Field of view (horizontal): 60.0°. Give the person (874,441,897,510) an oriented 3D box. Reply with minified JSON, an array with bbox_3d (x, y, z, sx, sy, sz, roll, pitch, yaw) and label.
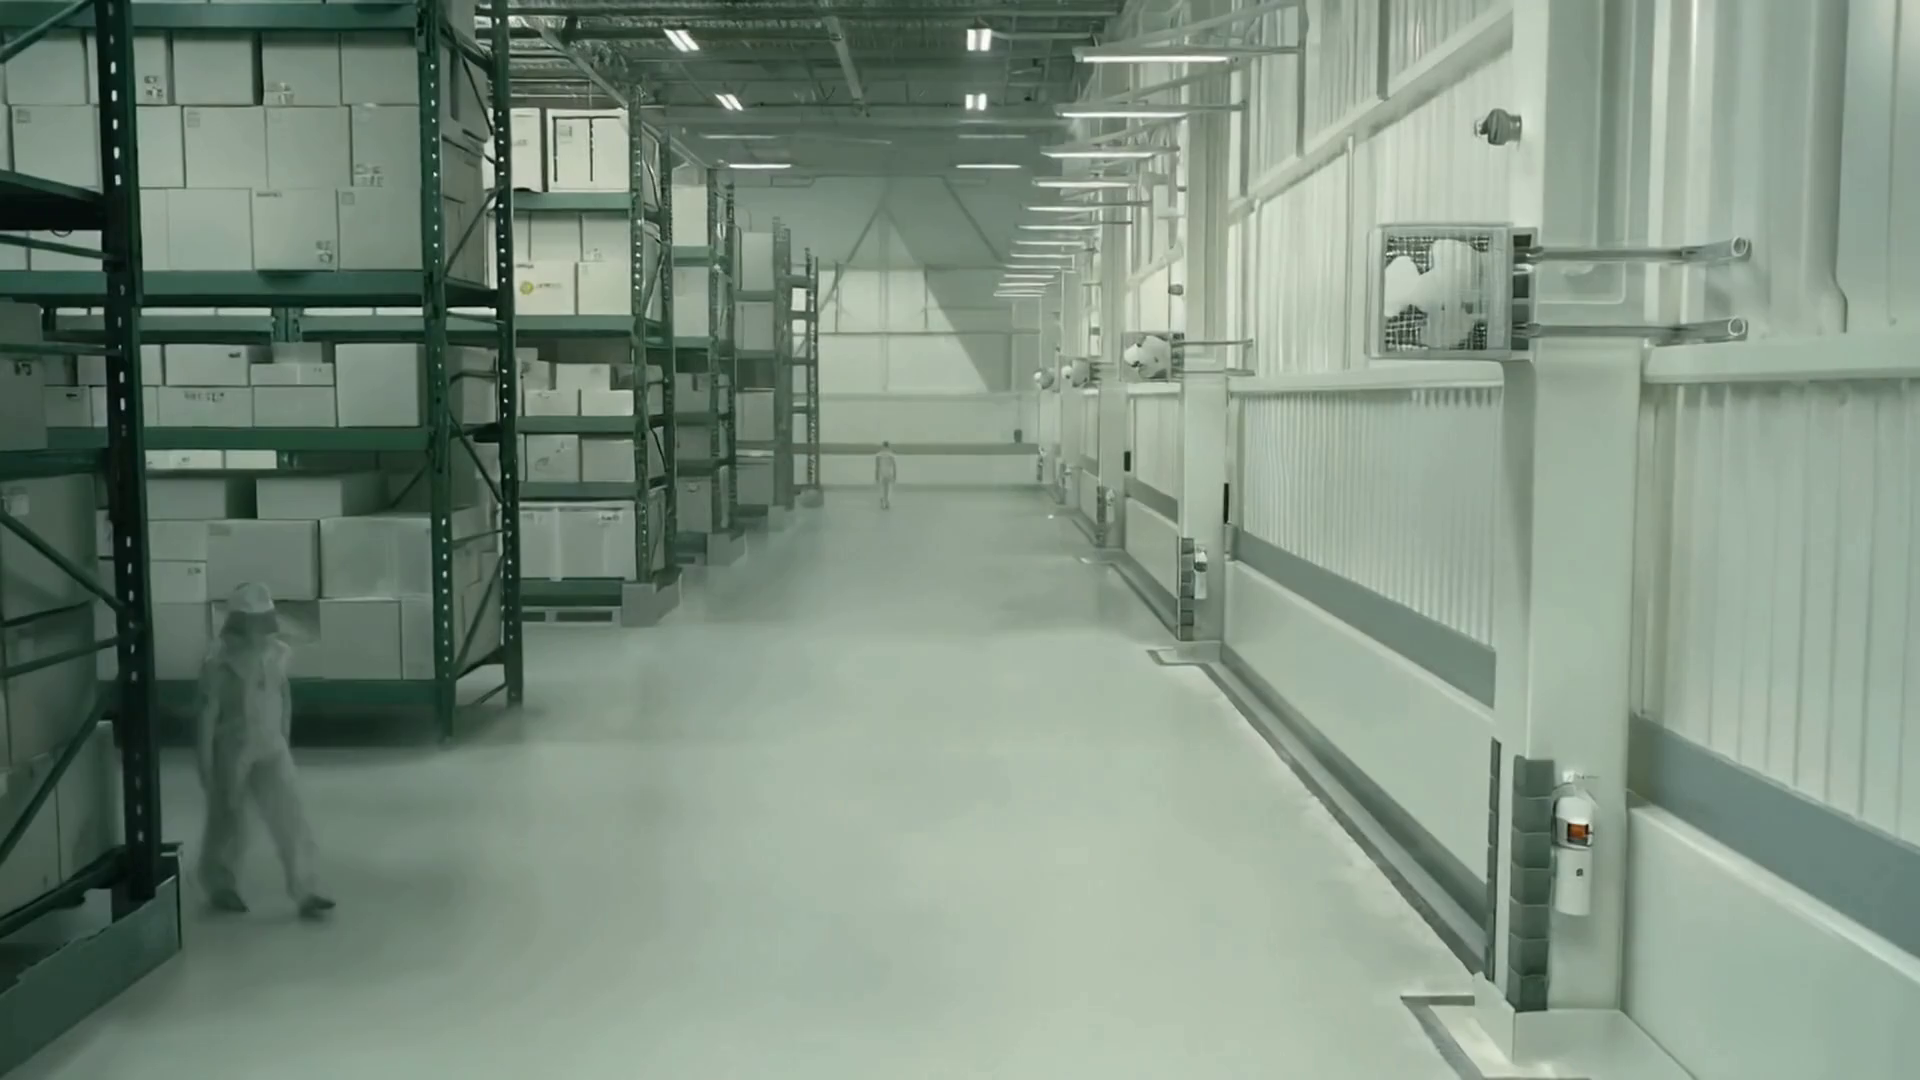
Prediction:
[{"bbox_3d":[-1.742,-1.484,38.478,0.513,1.610,0.705,1,5,9],"label":"person"}]

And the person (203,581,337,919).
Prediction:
[{"bbox_3d":[-3.494,1.063,8.304,0.812,1.702,0.496,4,6,35],"label":"person"}]

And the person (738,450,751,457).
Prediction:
[{"bbox_3d":[-4.938,-1.555,37.610,0.626,1.921,0.545,-1,5,-8],"label":"person"}]

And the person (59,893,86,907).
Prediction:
[{"bbox_3d":[-4.756,0.942,8.466,0.466,1.918,0.563,0,5,5],"label":"person"}]
